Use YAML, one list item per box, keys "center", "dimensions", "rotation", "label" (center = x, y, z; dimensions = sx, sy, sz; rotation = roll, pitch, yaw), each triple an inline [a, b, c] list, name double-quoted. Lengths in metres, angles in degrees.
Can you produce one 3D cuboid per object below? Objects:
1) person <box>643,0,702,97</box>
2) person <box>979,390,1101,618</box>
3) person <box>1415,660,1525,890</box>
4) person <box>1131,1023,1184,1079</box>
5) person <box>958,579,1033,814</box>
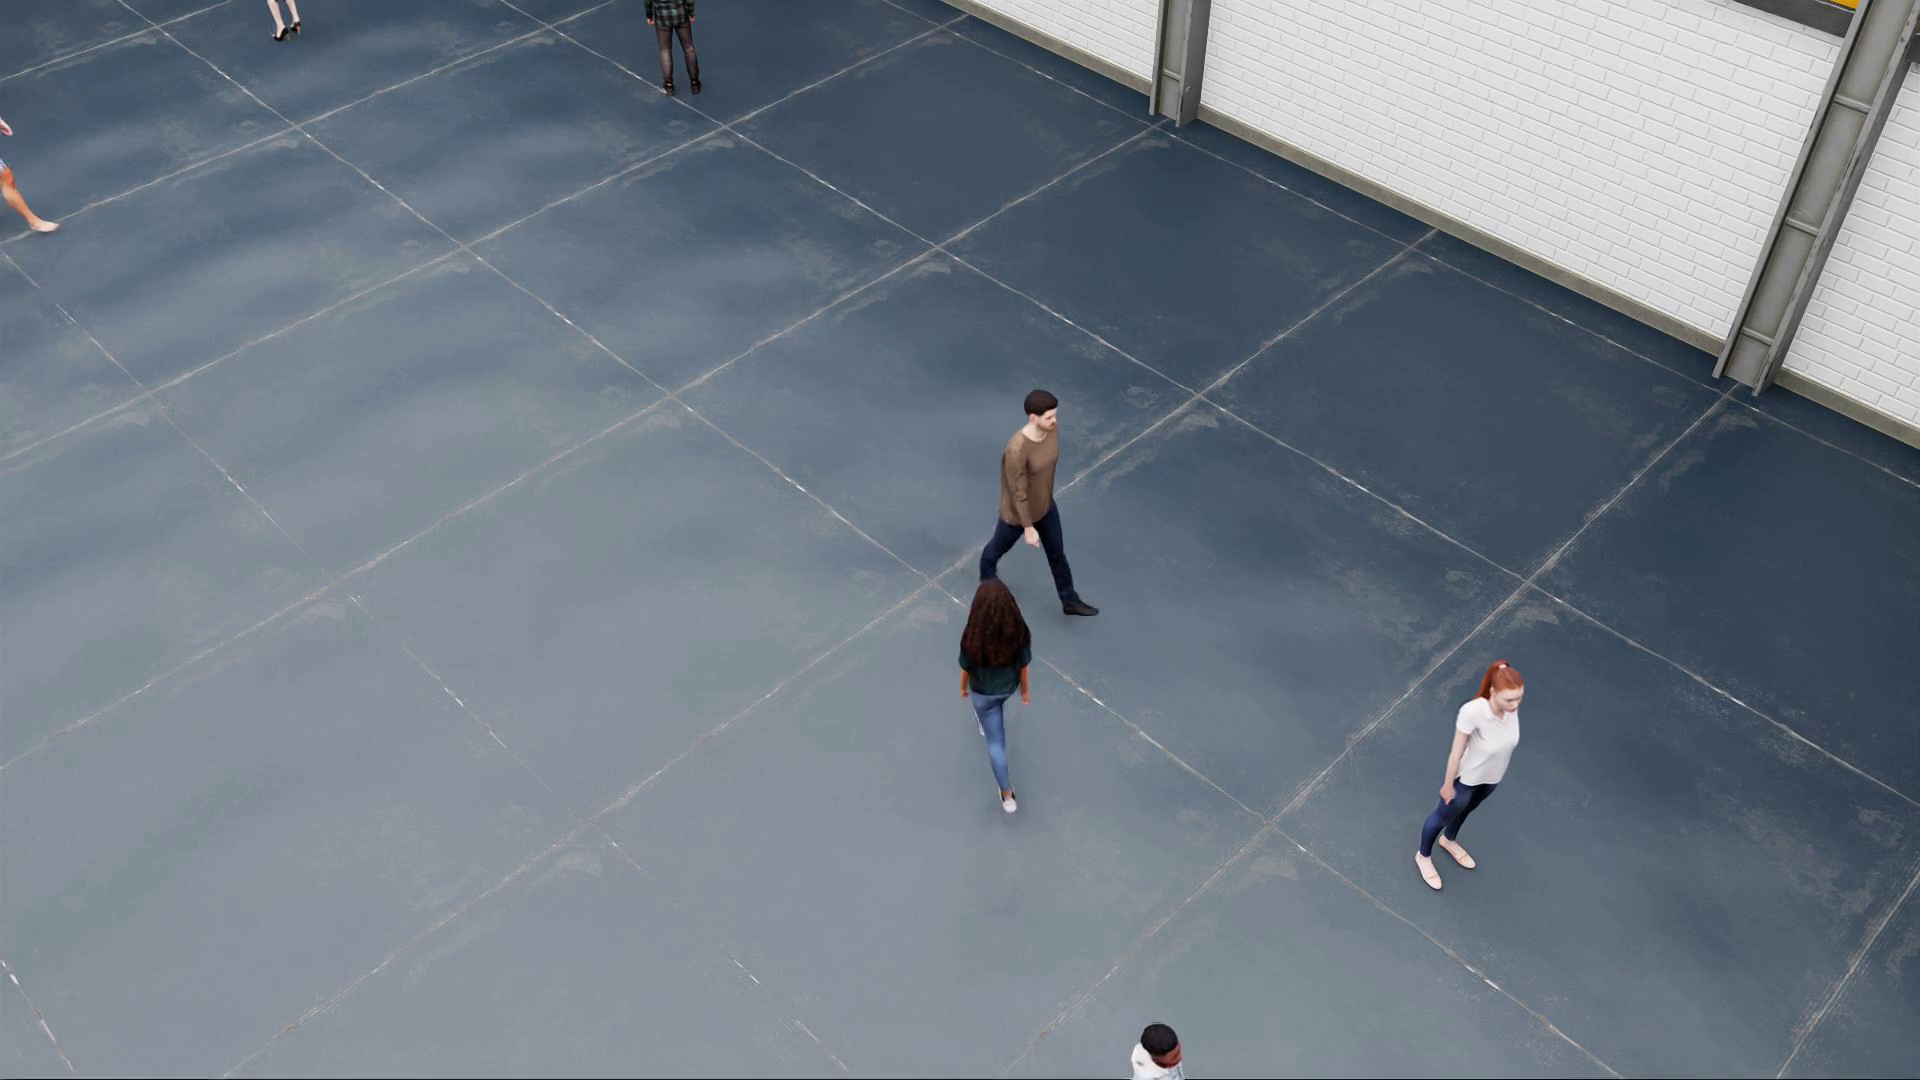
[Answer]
- center: [-2.846, -5.227, 16.409]
  dimensions: [0.739, 1.709, 0.732]
  rotation: [-7, 44, -7]
  label: "person"
- center: [0.372, -0.254, 11.088]
  dimensions: [1.158, 1.827, 0.700]
  rotation: [32, 52, 29]
  label: "person"
- center: [2.929, 1.317, 9.504]
  dimensions: [0.630, 1.738, 0.608]
  rotation: [-22, 48, -21]
  label: "person"
- center: [0.930, 2.764, 8.341]
  dimensions: [0.835, 1.246, 0.690]
  rotation: [13, 45, 13]
  label: "person"
- center: [0.218, 0.964, 10.000]
  dimensions: [0.971, 1.564, 1.206]
  rotation: [-9, 44, -10]
  label: "person"
